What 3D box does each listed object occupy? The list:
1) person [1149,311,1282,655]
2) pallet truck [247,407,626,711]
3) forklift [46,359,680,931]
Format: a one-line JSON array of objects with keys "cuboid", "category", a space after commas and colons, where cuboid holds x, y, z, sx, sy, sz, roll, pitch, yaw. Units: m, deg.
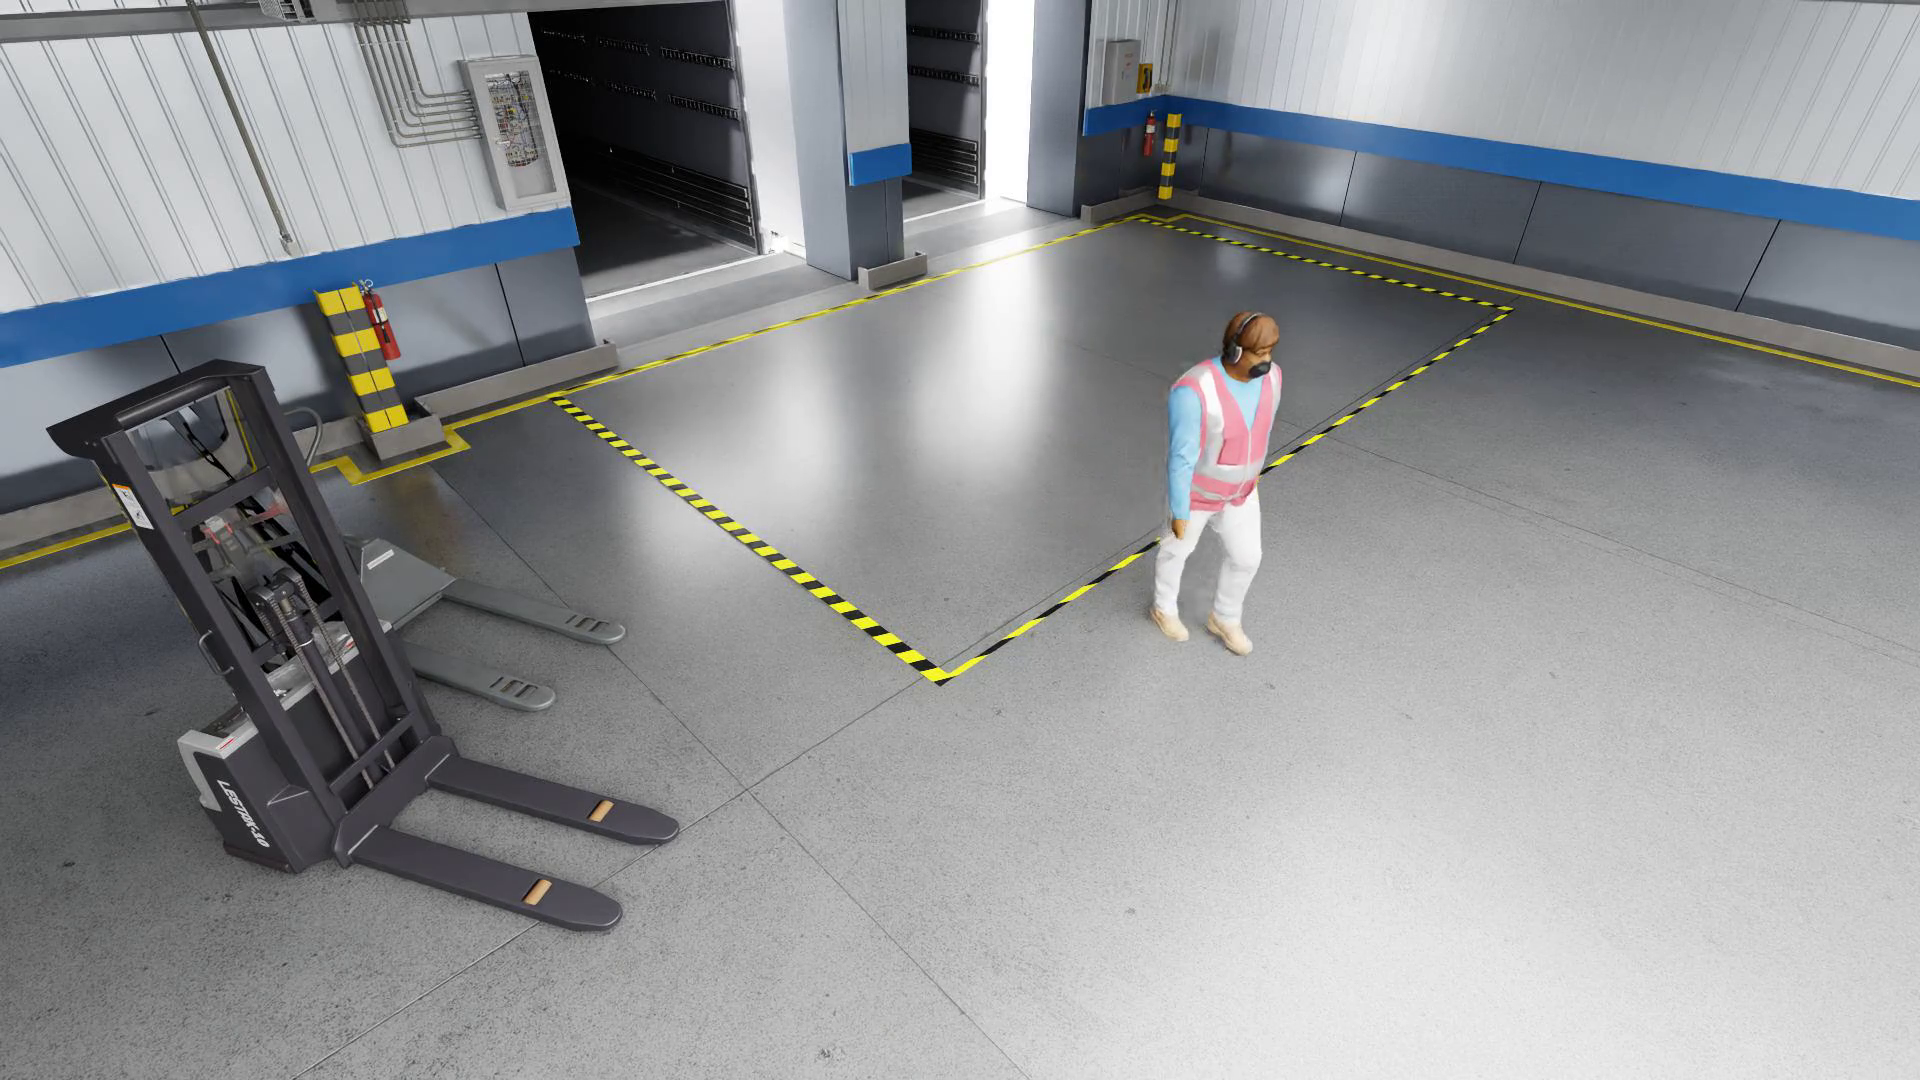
[{"cuboid": [1.249, -0.218, 4.452, 0.644, 1.827, 0.537, -13, 36, -19], "category": "person"}, {"cuboid": [-2.628, 0.038, 4.590, 1.601, 1.201, 0.680, 12, 36, 18], "category": "pallet truck"}, {"cuboid": [-2.135, 0.422, 3.354, 1.885, 1.965, 0.823, 10, 35, 14], "category": "forklift"}]
